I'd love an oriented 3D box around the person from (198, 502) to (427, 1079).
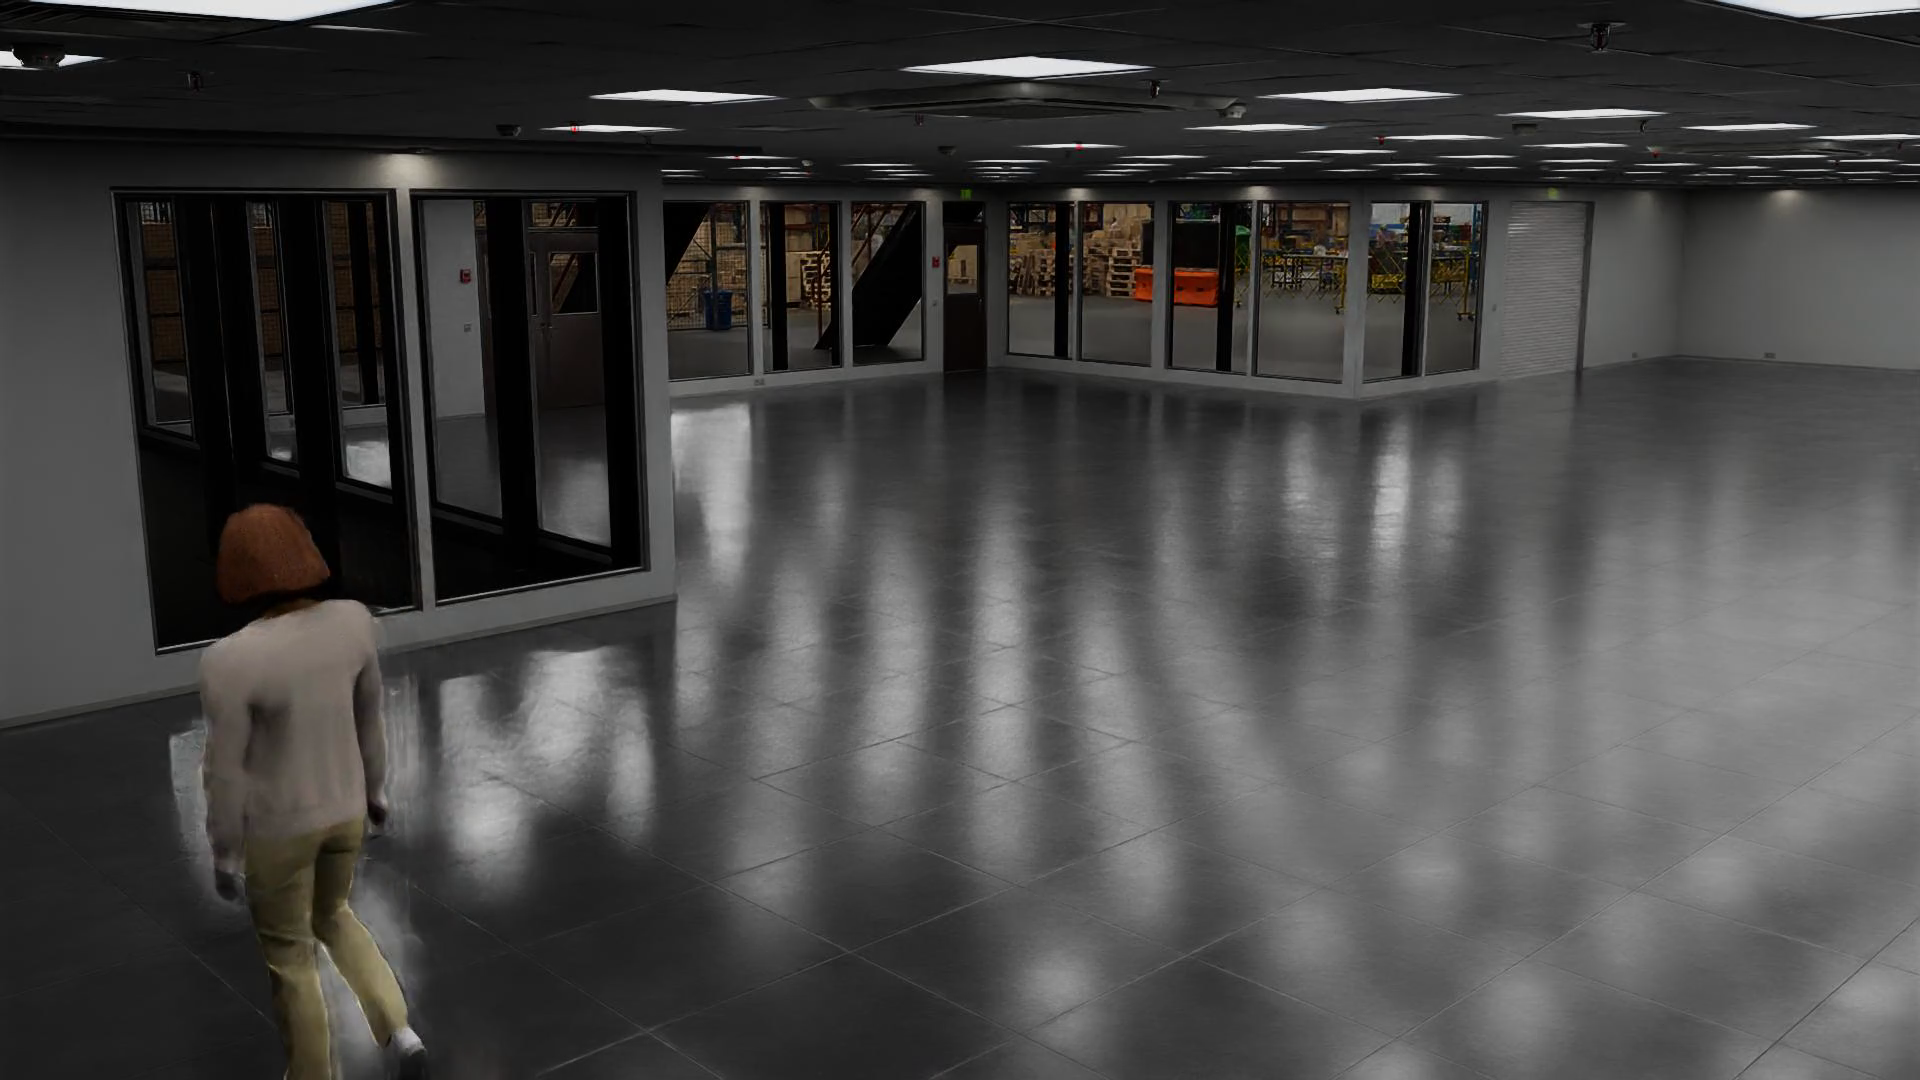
[{"bbox_3d":[-1.613,0.706,4.130,0.413,1.619,0.524,6,13,29],"label":"person"}]
